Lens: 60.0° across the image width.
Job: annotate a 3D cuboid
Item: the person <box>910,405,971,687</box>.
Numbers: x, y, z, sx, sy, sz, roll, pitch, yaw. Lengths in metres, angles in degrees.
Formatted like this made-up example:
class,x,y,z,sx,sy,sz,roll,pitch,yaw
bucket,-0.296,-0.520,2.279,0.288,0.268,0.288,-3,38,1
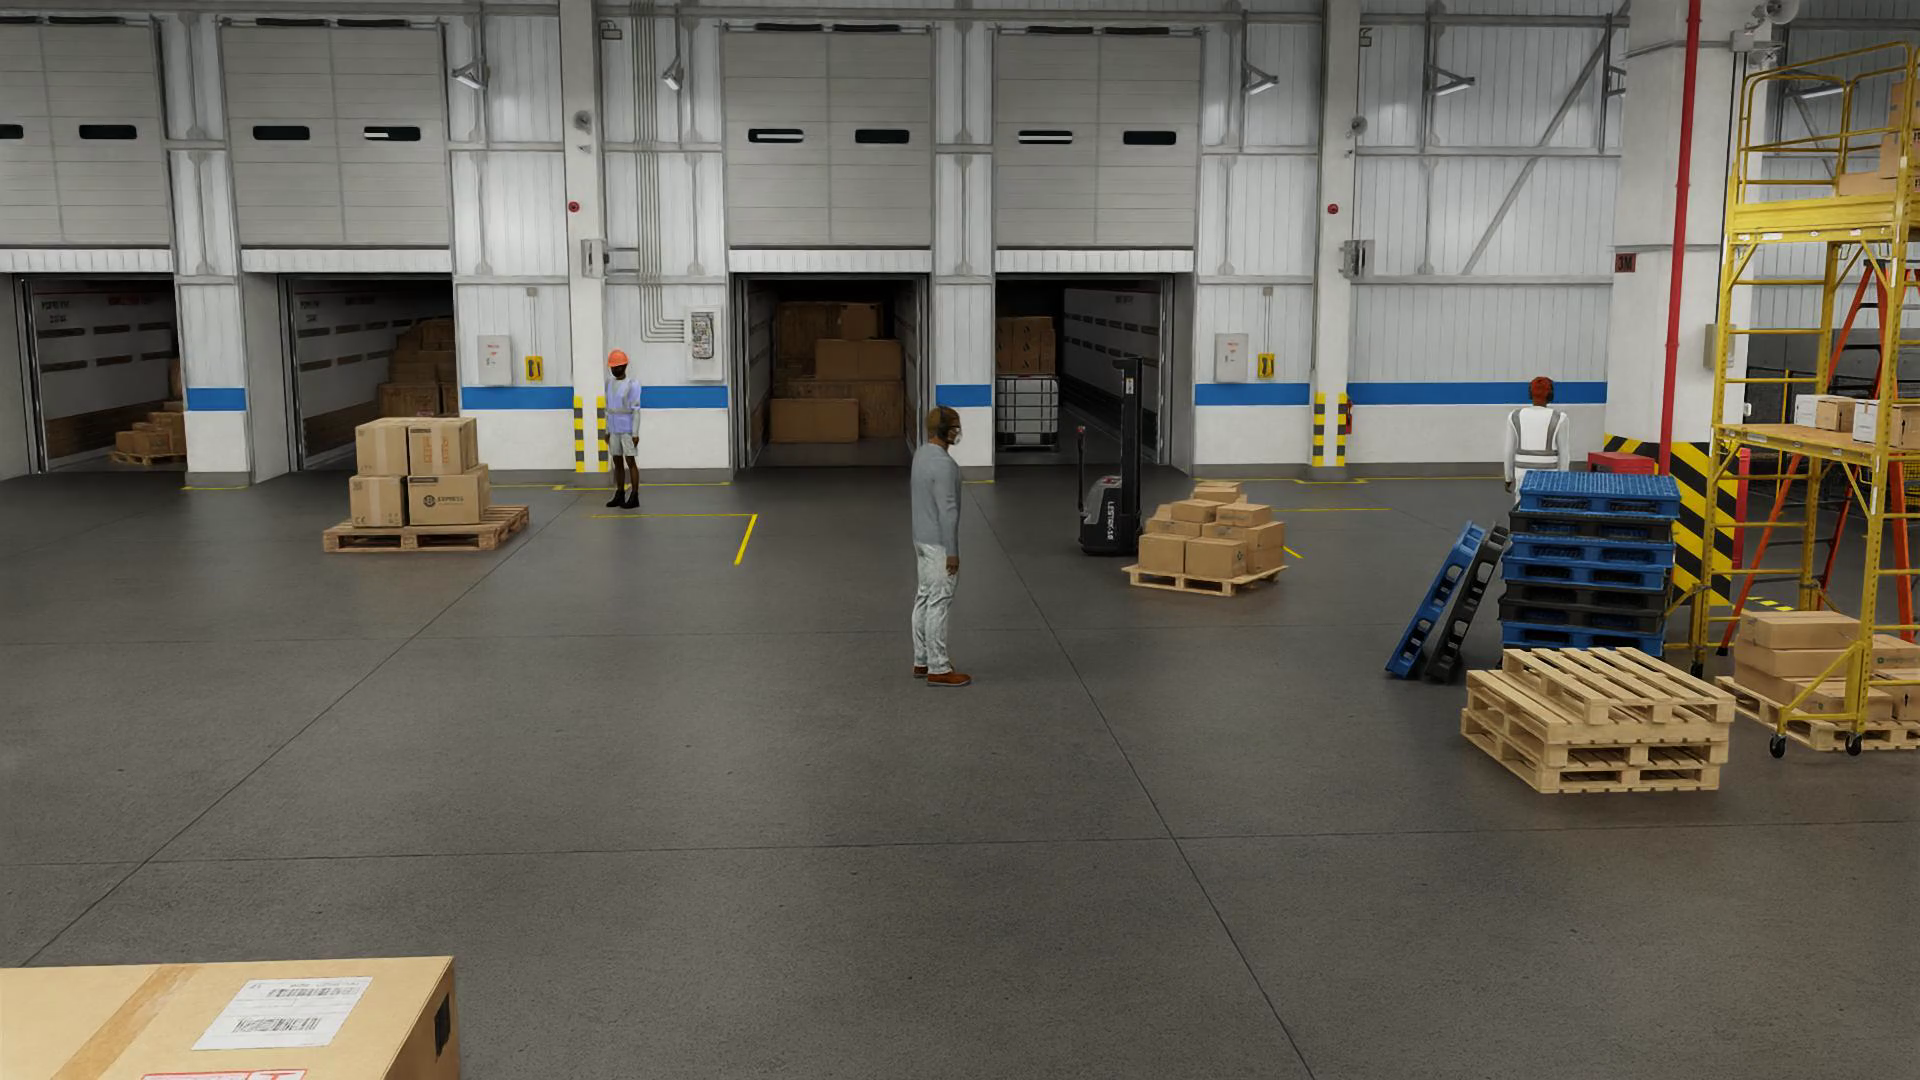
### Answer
class,x,y,z,sx,sy,sz,roll,pitch,yaw
person,-0.150,0.038,11.457,0.352,1.937,0.635,-3,10,-19

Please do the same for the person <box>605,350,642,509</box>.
class,x,y,z,sx,sy,sz,roll,pitch,yaw
person,-4.103,-1.338,20.141,0.543,1.929,0.385,6,11,33

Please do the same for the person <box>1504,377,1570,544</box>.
class,x,y,z,sx,sy,sz,roll,pitch,yaw
person,5.373,-0.580,15.507,0.587,1.882,0.341,6,11,33

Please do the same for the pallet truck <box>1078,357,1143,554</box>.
class,x,y,z,sx,sy,sz,roll,pitch,yaw
pallet truck,2.088,-0.836,16.757,1.885,1.965,0.823,2,9,13
